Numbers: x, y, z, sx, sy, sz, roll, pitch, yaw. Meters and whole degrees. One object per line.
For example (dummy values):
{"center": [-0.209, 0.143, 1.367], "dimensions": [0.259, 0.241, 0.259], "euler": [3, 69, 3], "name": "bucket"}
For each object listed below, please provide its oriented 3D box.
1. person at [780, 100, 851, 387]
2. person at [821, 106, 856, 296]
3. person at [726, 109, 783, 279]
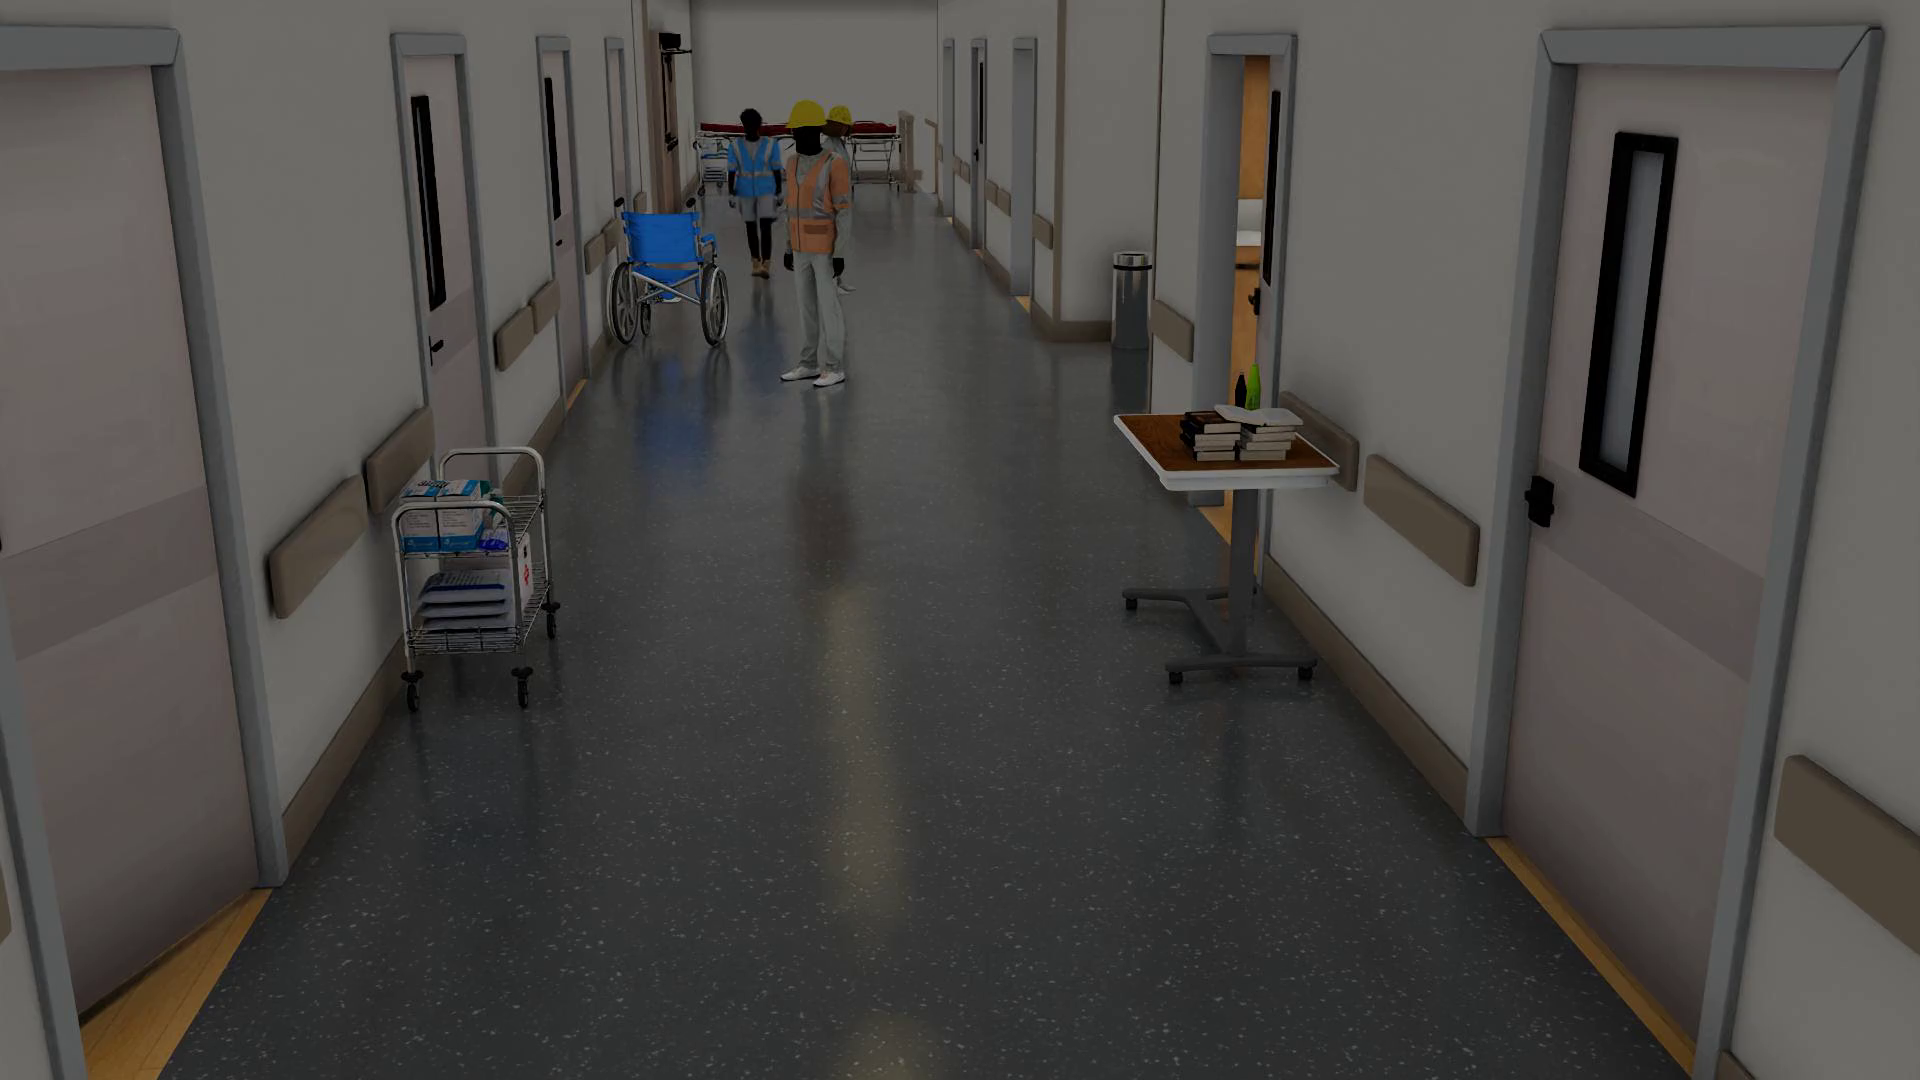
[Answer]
{"center": [-1.005, -2.020, 11.393], "dimensions": [0.594, 1.926, 0.367], "euler": [15, 22, 41], "name": "person"}
{"center": [-1.133, -3.170, 15.568], "dimensions": [0.311, 1.735, 0.483], "euler": [3, 17, 9], "name": "person"}
{"center": [-2.051, -3.419, 16.515], "dimensions": [0.549, 1.654, 0.831], "euler": [0, 17, 1], "name": "person"}
